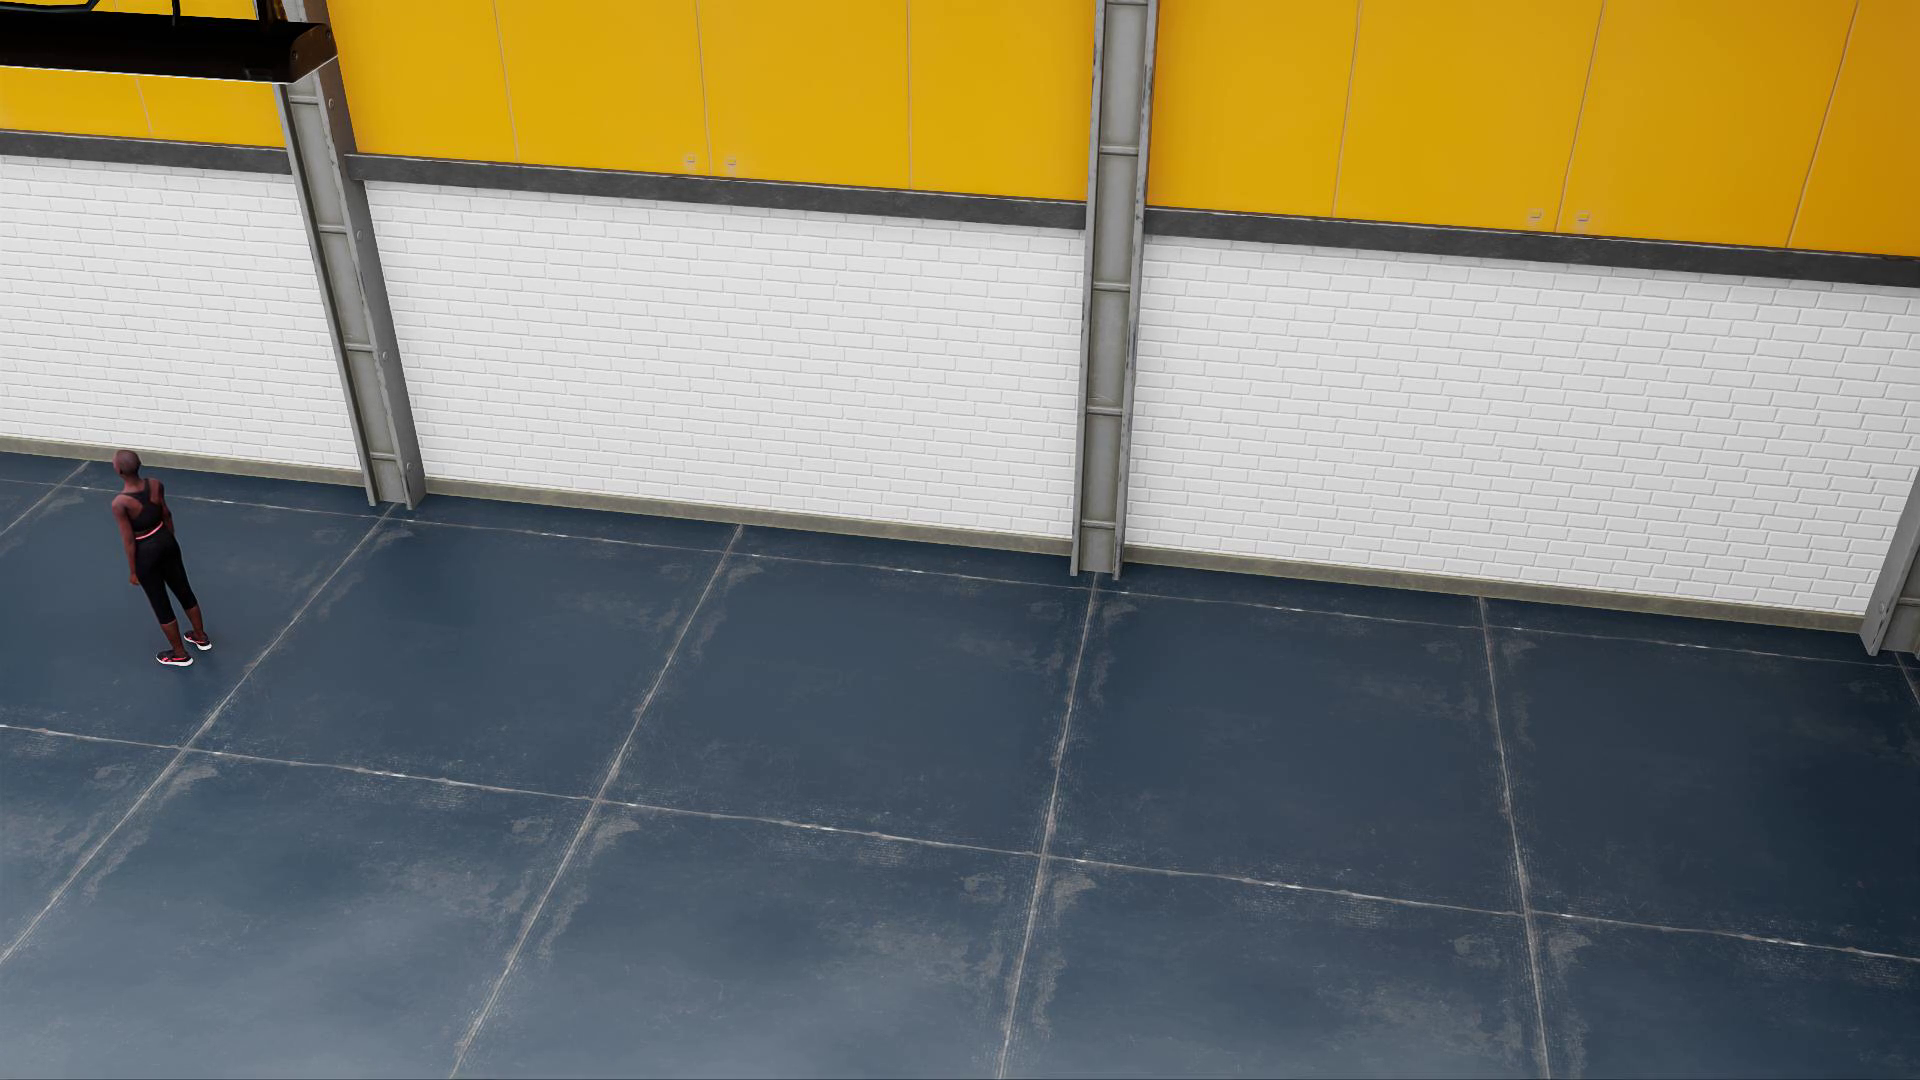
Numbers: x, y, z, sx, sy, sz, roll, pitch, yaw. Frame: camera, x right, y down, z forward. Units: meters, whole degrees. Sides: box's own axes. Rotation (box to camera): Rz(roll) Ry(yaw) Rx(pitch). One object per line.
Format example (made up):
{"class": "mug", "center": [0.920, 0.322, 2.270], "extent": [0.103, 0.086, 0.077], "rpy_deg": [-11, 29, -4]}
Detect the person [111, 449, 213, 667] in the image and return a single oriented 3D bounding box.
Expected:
{"class": "person", "center": [-5.771, 0.114, 11.940], "extent": [0.607, 1.758, 0.644], "rpy_deg": [14, 36, 20]}
